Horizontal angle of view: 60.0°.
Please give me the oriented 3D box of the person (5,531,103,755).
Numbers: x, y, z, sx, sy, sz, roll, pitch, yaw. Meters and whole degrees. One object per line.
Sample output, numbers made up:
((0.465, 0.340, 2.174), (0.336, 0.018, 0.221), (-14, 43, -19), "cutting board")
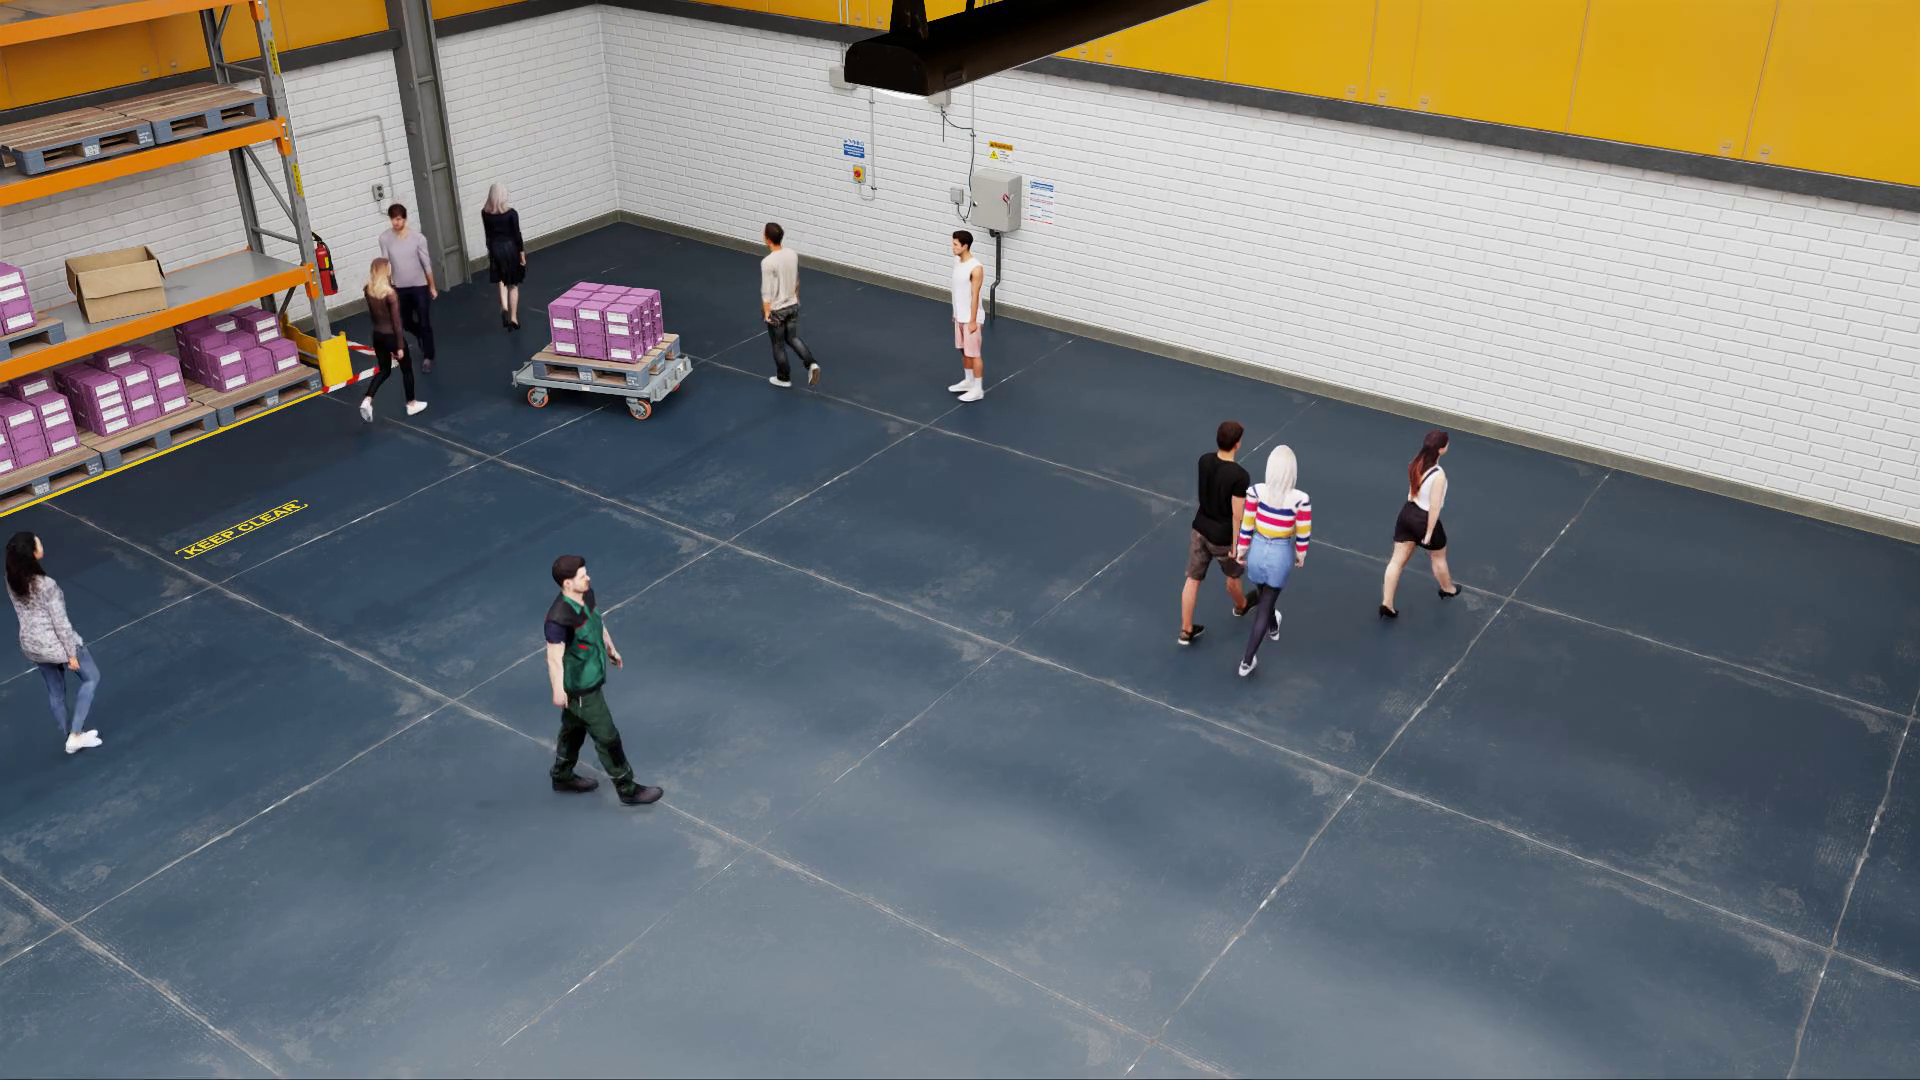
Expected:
((-6.309, 0.764, 11.411), (0.698, 1.722, 0.712), (9, 30, 16), "person")

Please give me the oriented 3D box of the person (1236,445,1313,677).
((2.286, 0.211, 12.395), (0.734, 1.750, 1.105), (13, 31, 23), "person")

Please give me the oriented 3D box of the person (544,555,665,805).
((-2.592, 0.926, 10.965), (1.087, 1.864, 1.115), (1, 29, 1), "person")

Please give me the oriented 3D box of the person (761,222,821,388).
((-1.760, -2.363, 17.069), (0.766, 1.794, 0.862), (24, 36, 36), "person")

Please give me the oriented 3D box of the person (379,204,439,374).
((-5.810, -2.720, 17.689), (0.954, 1.826, 1.048), (-1, 29, -2), "person")

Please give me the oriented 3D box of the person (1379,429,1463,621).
((3.542, -0.086, 13.084), (1.103, 1.612, 0.822), (-17, 33, -28), "person")

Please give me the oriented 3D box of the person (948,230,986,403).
((0.101, -2.300, 16.967), (0.732, 1.780, 0.728), (-13, 31, -23), "person")

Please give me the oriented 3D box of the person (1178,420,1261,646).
((1.900, -0.022, 12.753), (0.793, 1.817, 1.192), (24, 37, 37), "person")

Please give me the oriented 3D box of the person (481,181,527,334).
((-5.076, -3.101, 18.487), (0.798, 1.731, 0.871), (2, 29, 4), "person")

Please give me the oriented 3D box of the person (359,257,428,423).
((-5.701, -1.937, 16.407), (0.687, 1.680, 1.029), (15, 32, 26), "person")
